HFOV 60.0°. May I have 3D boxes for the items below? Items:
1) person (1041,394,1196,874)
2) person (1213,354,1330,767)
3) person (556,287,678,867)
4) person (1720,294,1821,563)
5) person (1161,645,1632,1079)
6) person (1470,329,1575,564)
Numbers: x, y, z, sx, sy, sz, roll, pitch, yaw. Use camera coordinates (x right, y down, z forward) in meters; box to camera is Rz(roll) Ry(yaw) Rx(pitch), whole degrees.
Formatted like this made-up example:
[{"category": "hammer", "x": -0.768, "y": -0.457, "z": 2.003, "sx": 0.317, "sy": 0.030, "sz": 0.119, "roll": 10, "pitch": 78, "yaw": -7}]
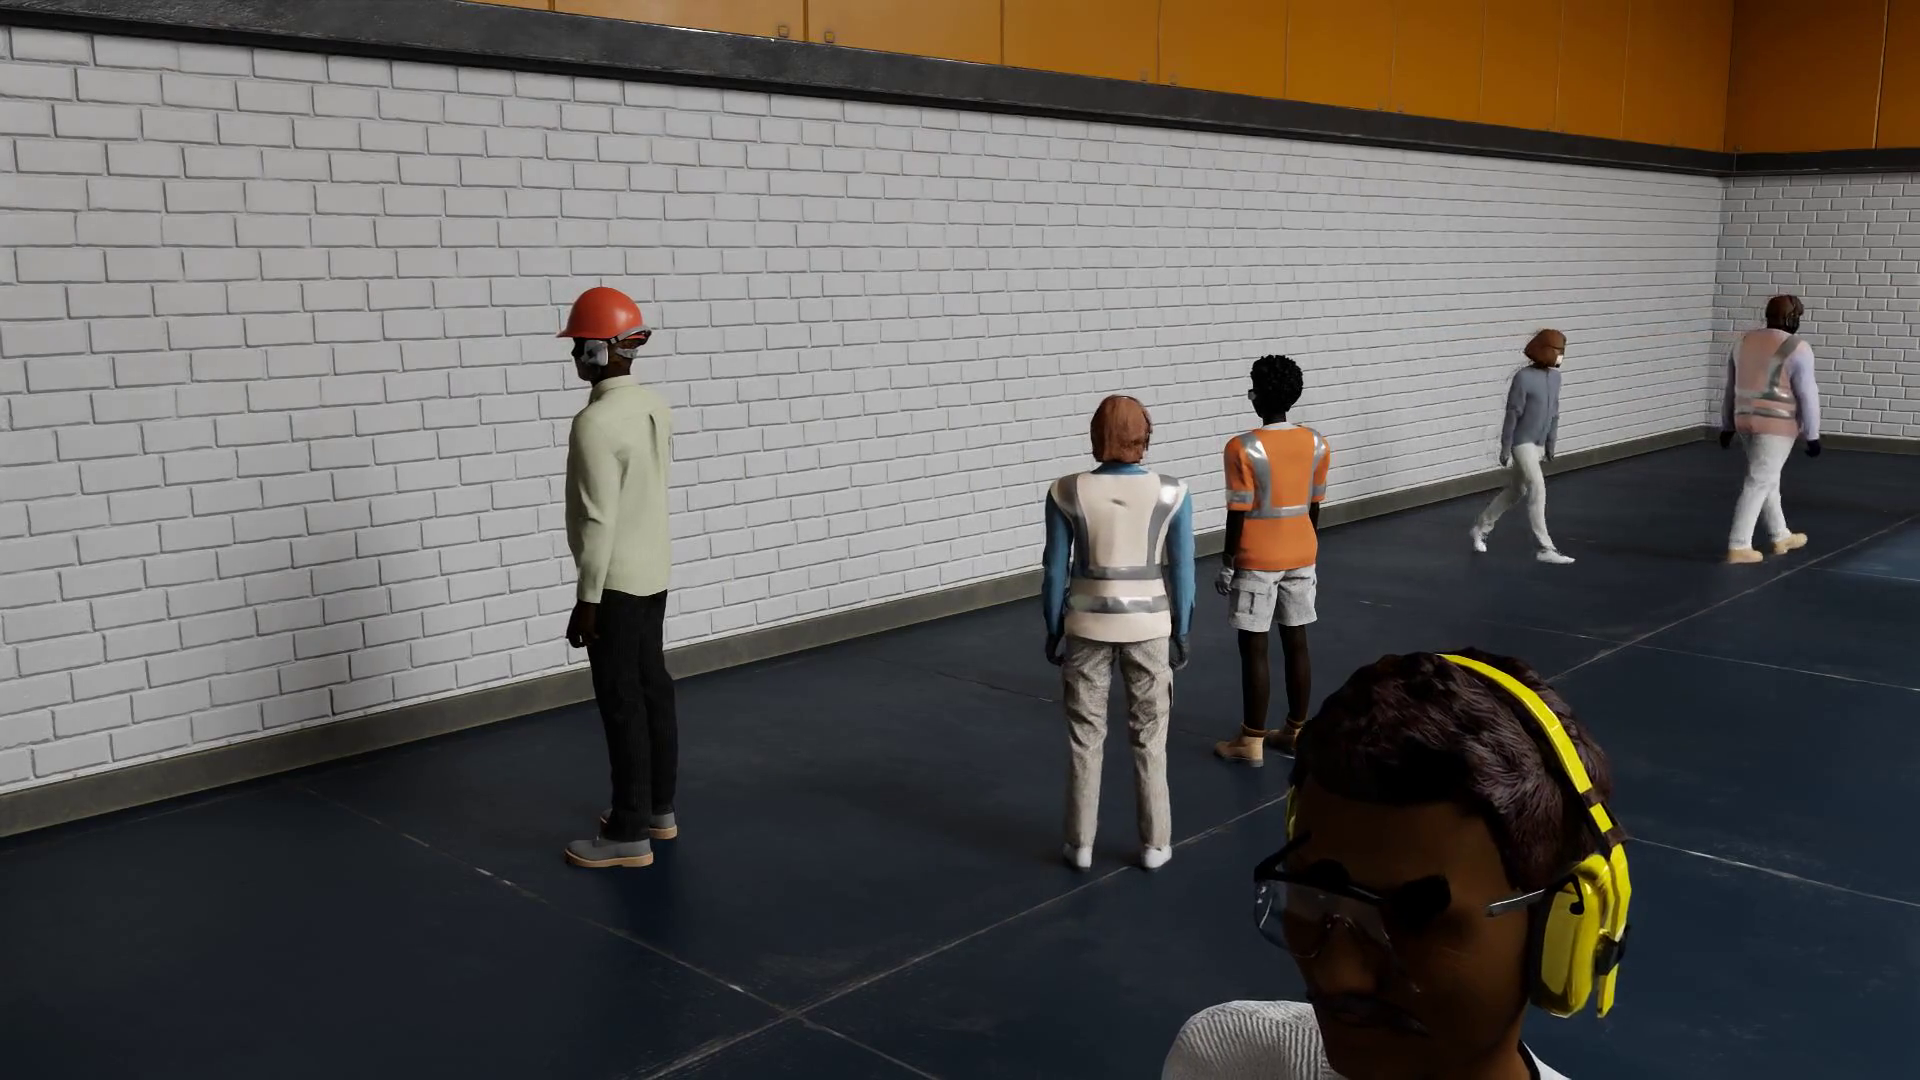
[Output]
[{"category": "person", "x": 0.538, "y": 0.327, "z": 5.661, "sx": 0.522, "sy": 1.638, "sz": 0.310, "roll": 1, "pitch": 10, "yaw": 6}, {"category": "person", "x": 1.279, "y": 0.088, "z": 6.863, "sx": 0.535, "sy": 1.697, "sz": 0.318, "roll": -6, "pitch": 12, "yaw": -32}, {"category": "person", "x": -1.183, "y": 0.133, "z": 5.757, "sx": 0.377, "sy": 1.995, "sz": 0.608, "roll": 2, "pitch": 10, "yaw": 12}, {"category": "person", "x": 5.589, "y": -0.747, "z": 11.279, "sx": 0.881, "sy": 1.808, "sz": 0.657, "roll": -3, "pitch": 10, "yaw": -16}, {"category": "person", "x": 0.309, "y": 0.989, "z": 1.235, "sx": 0.513, "sy": 1.872, "sz": 0.328, "roll": 8, "pitch": 13, "yaw": 38}, {"category": "person", "x": 3.864, "y": -0.660, "z": 11.425, "sx": 0.505, "sy": 1.590, "sz": 0.800, "roll": -9, "pitch": 13, "yaw": -41}]
